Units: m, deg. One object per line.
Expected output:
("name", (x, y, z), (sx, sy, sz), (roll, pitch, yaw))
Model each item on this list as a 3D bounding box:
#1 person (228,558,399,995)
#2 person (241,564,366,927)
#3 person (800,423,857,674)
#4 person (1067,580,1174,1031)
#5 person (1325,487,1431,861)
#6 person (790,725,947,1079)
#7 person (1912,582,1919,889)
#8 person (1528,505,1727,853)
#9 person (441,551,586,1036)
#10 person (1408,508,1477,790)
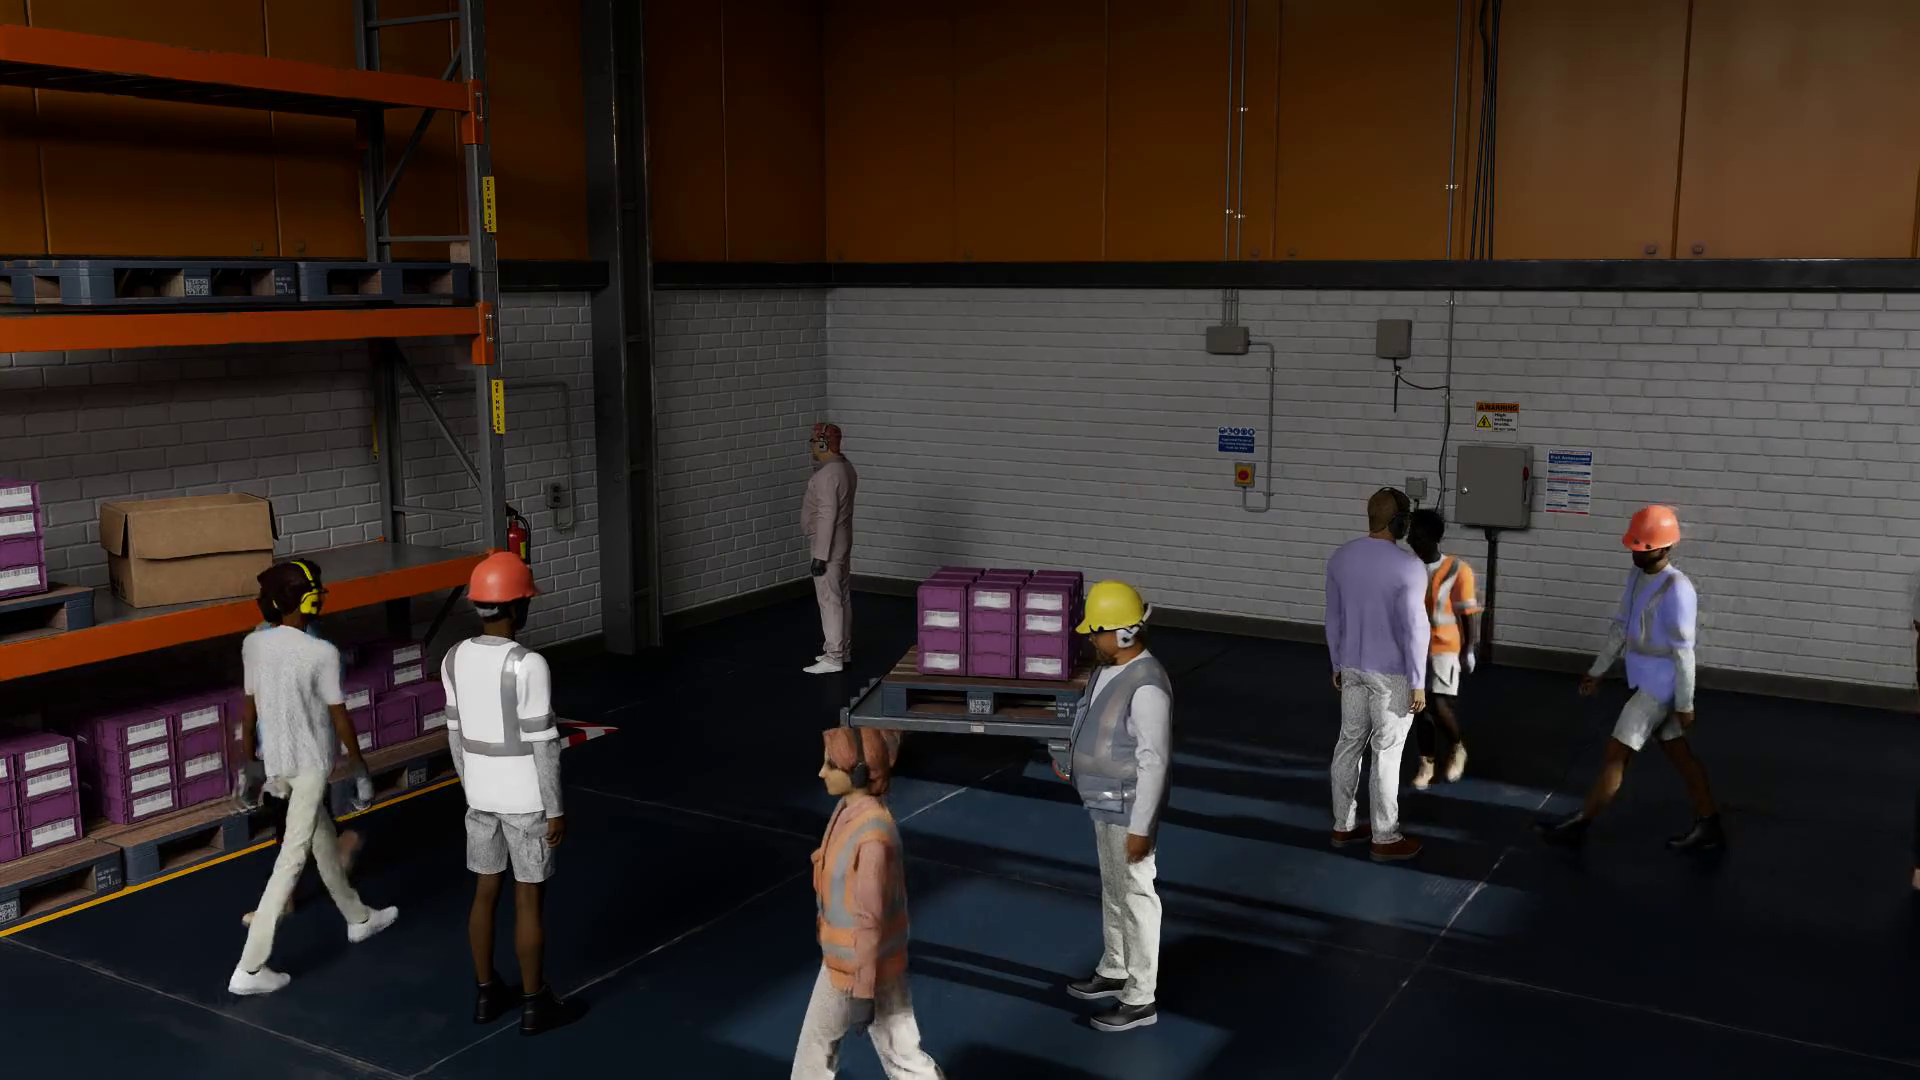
("person", (-2.827, 0.987, 7.178), (0.544, 1.822, 0.996), (4, 10, 25))
("person", (-3.154, 0.932, 7.907), (0.552, 1.679, 0.687), (8, 12, 41))
("person", (-1.010, 0.060, 12.663), (0.409, 1.907, 0.651), (2, 9, 11))
("person", (0.643, 1.057, 6.711), (0.404, 1.822, 0.587), (-2, 9, -10))
("person", (2.168, 0.687, 8.650), (0.355, 1.937, 0.634), (-6, 11, -33))
("person", (-0.291, 1.375, 5.409), (0.837, 1.600, 0.525), (-3, 9, -16))
("person", (4.948, 0.736, 8.026), (0.537, 2.000, 0.704), (-3, 10, -17))
("person", (3.547, 0.733, 8.601), (1.032, 1.863, 0.568), (1, 9, 8))
("person", (-1.790, 1.008, 6.644), (0.545, 1.941, 0.350), (5, 10, 29))
("person", (2.739, 0.639, 9.747), (0.365, 1.675, 0.547), (-9, 13, -44))
